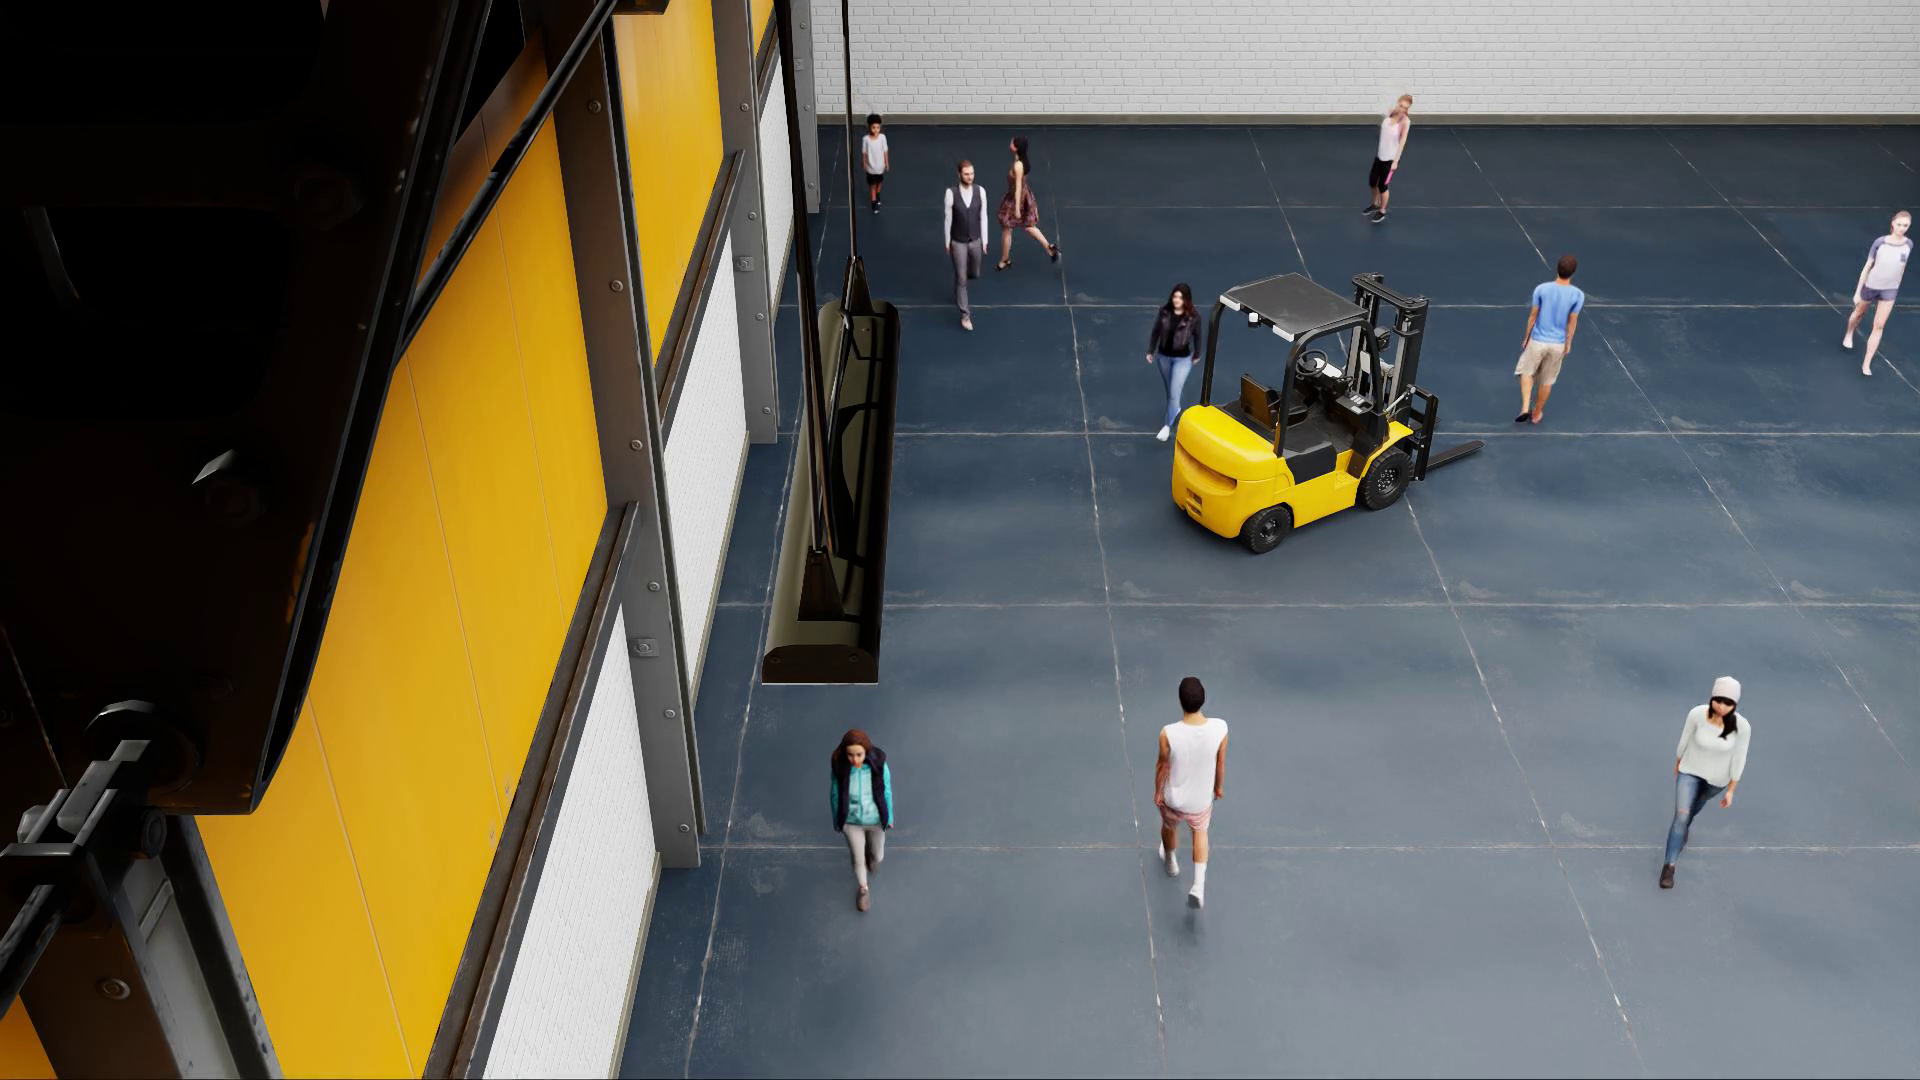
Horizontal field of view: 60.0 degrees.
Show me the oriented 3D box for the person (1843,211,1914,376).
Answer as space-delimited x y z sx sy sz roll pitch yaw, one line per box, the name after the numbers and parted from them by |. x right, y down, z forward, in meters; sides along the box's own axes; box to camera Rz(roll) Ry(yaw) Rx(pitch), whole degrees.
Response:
9.904 -2.739 17.968 0.831 1.715 1.218 10 35 15 | person

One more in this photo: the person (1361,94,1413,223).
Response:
5.454 -4.855 21.140 0.861 1.729 0.704 -8 35 -13 | person

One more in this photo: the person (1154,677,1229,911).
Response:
1.553 1.723 11.207 0.660 1.770 0.984 -2 34 -3 | person

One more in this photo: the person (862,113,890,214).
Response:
-1.111 -4.965 21.744 0.584 1.242 0.807 -7 34 -10 | person

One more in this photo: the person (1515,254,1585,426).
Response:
5.879 -1.947 16.658 0.791 1.847 0.916 10 35 15 | person

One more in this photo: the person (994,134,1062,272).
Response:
0.775 -3.975 19.793 0.872 1.753 1.064 8 34 12 | person

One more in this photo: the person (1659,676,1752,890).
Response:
5.187 1.594 11.566 0.884 1.585 1.197 13 36 19 | person

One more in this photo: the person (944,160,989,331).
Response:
0.028 -3.393 18.774 0.882 1.913 1.136 -10 35 -15 | person

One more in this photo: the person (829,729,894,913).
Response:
-0.660 1.834 11.295 0.605 1.486 0.739 -3 34 -4 | person

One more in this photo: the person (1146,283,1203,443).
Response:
2.175 -1.856 16.746 0.977 1.596 1.182 17 37 24 | person
